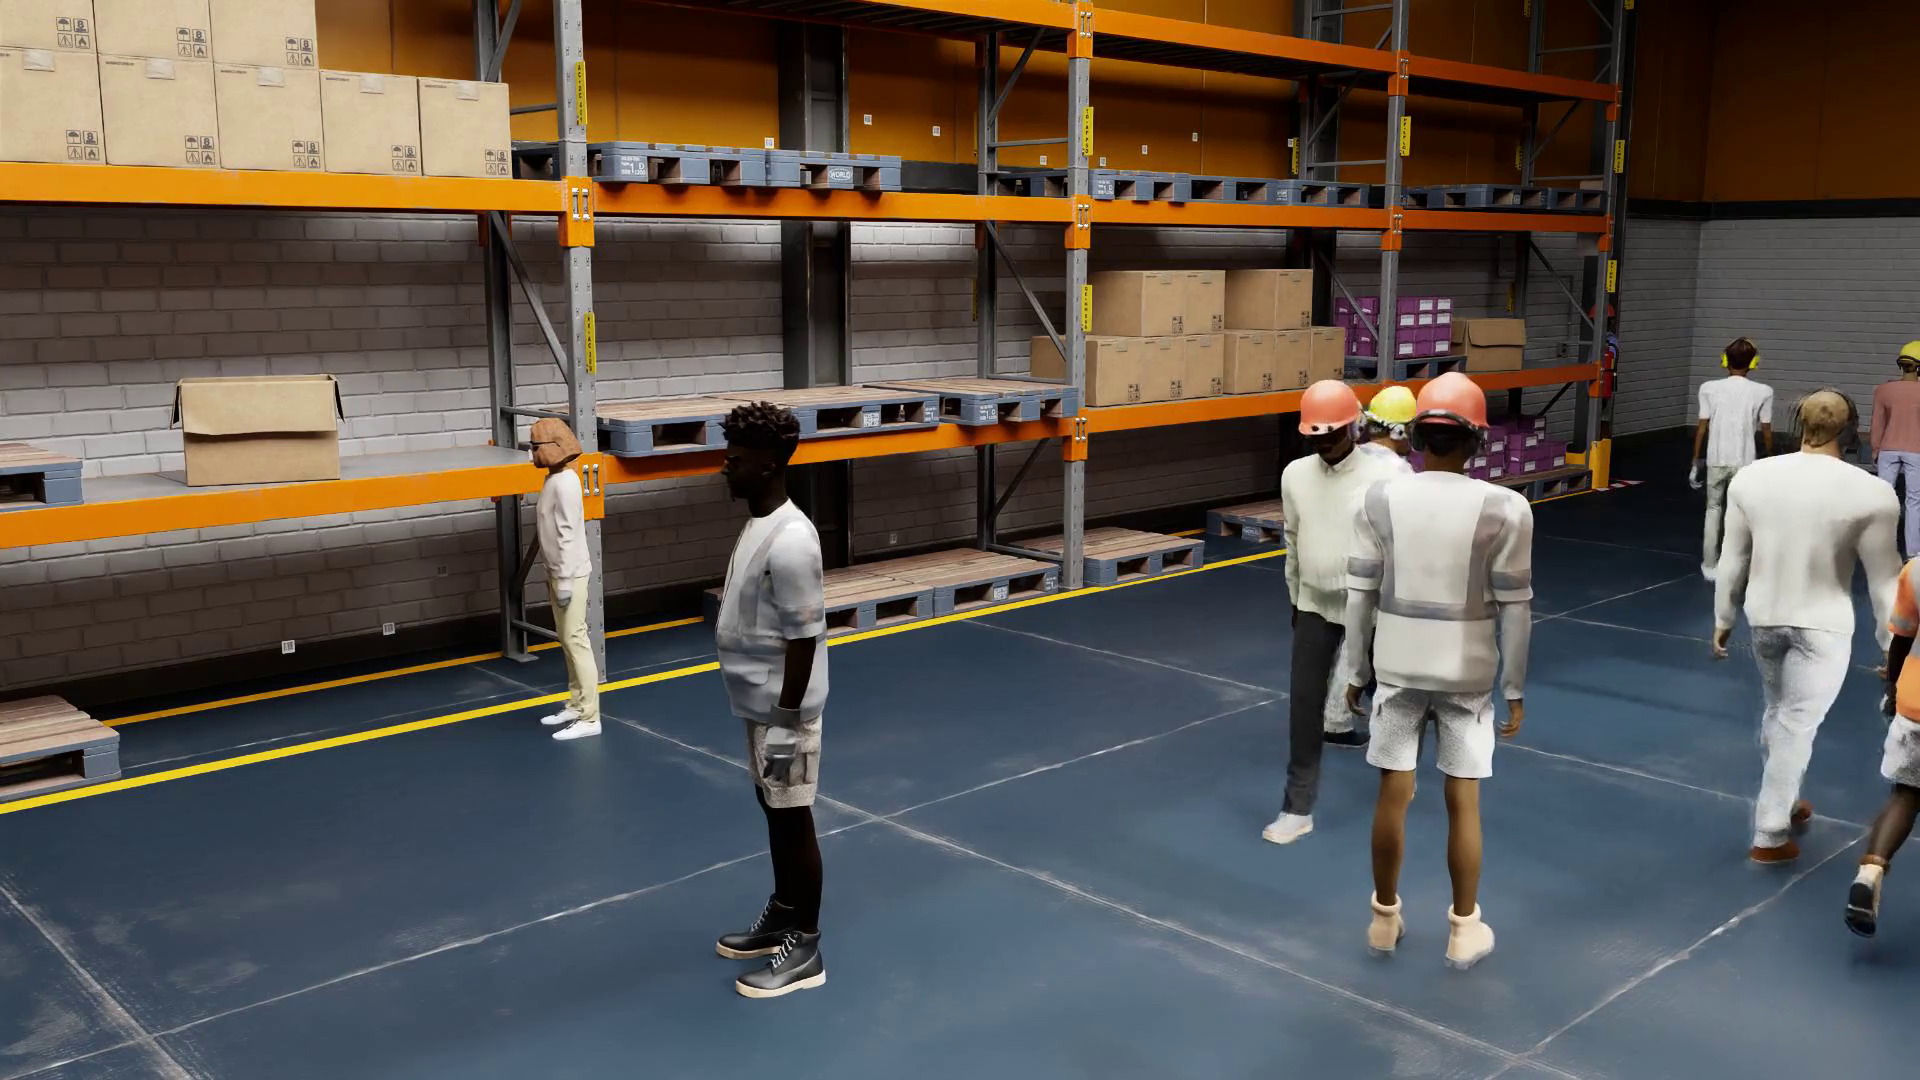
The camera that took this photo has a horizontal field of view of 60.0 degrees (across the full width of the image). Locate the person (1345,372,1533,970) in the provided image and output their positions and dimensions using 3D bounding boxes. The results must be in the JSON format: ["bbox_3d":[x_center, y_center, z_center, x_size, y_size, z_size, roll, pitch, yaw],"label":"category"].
[{"bbox_3d":[1.640,0.446,5.726,0.614,2.038,0.396,5,11,25],"label":"person"}]

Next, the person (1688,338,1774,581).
[{"bbox_3d":[5.658,-0.549,12.184,0.541,1.826,0.863,5,11,28],"label":"person"}]

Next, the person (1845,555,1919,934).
[{"bbox_3d":[3.443,0.621,5.776,0.630,1.676,0.562,-8,13,-39],"label":"person"}]

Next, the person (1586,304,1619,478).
[{"bbox_3d":[6.993,-1.639,18.235,0.356,1.937,0.552,1,10,6],"label":"person"}]

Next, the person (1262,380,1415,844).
[{"bbox_3d":[1.684,0.268,7.119,0.652,1.934,1.040,8,13,40],"label":"person"}]

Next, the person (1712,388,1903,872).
[{"bbox_3d":[3.451,0.345,6.691,0.853,1.906,0.664,-8,12,-38],"label":"person"}]

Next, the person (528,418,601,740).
[{"bbox_3d":[-2.020,0.190,8.450,0.284,1.626,0.495,-4,11,-23],"label":"person"}]

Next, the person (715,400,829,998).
[{"bbox_3d":[-0.622,0.519,5.516,0.368,1.967,0.600,-3,10,-16],"label":"person"}]

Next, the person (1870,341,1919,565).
[{"bbox_3d":[7.470,-0.683,13.140,0.317,1.769,0.523,-8,13,-40],"label":"person"}]

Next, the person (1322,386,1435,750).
[{"bbox_3d":[2.167,0.146,8.185,0.873,1.791,0.628,-2,10,-14],"label":"person"}]
